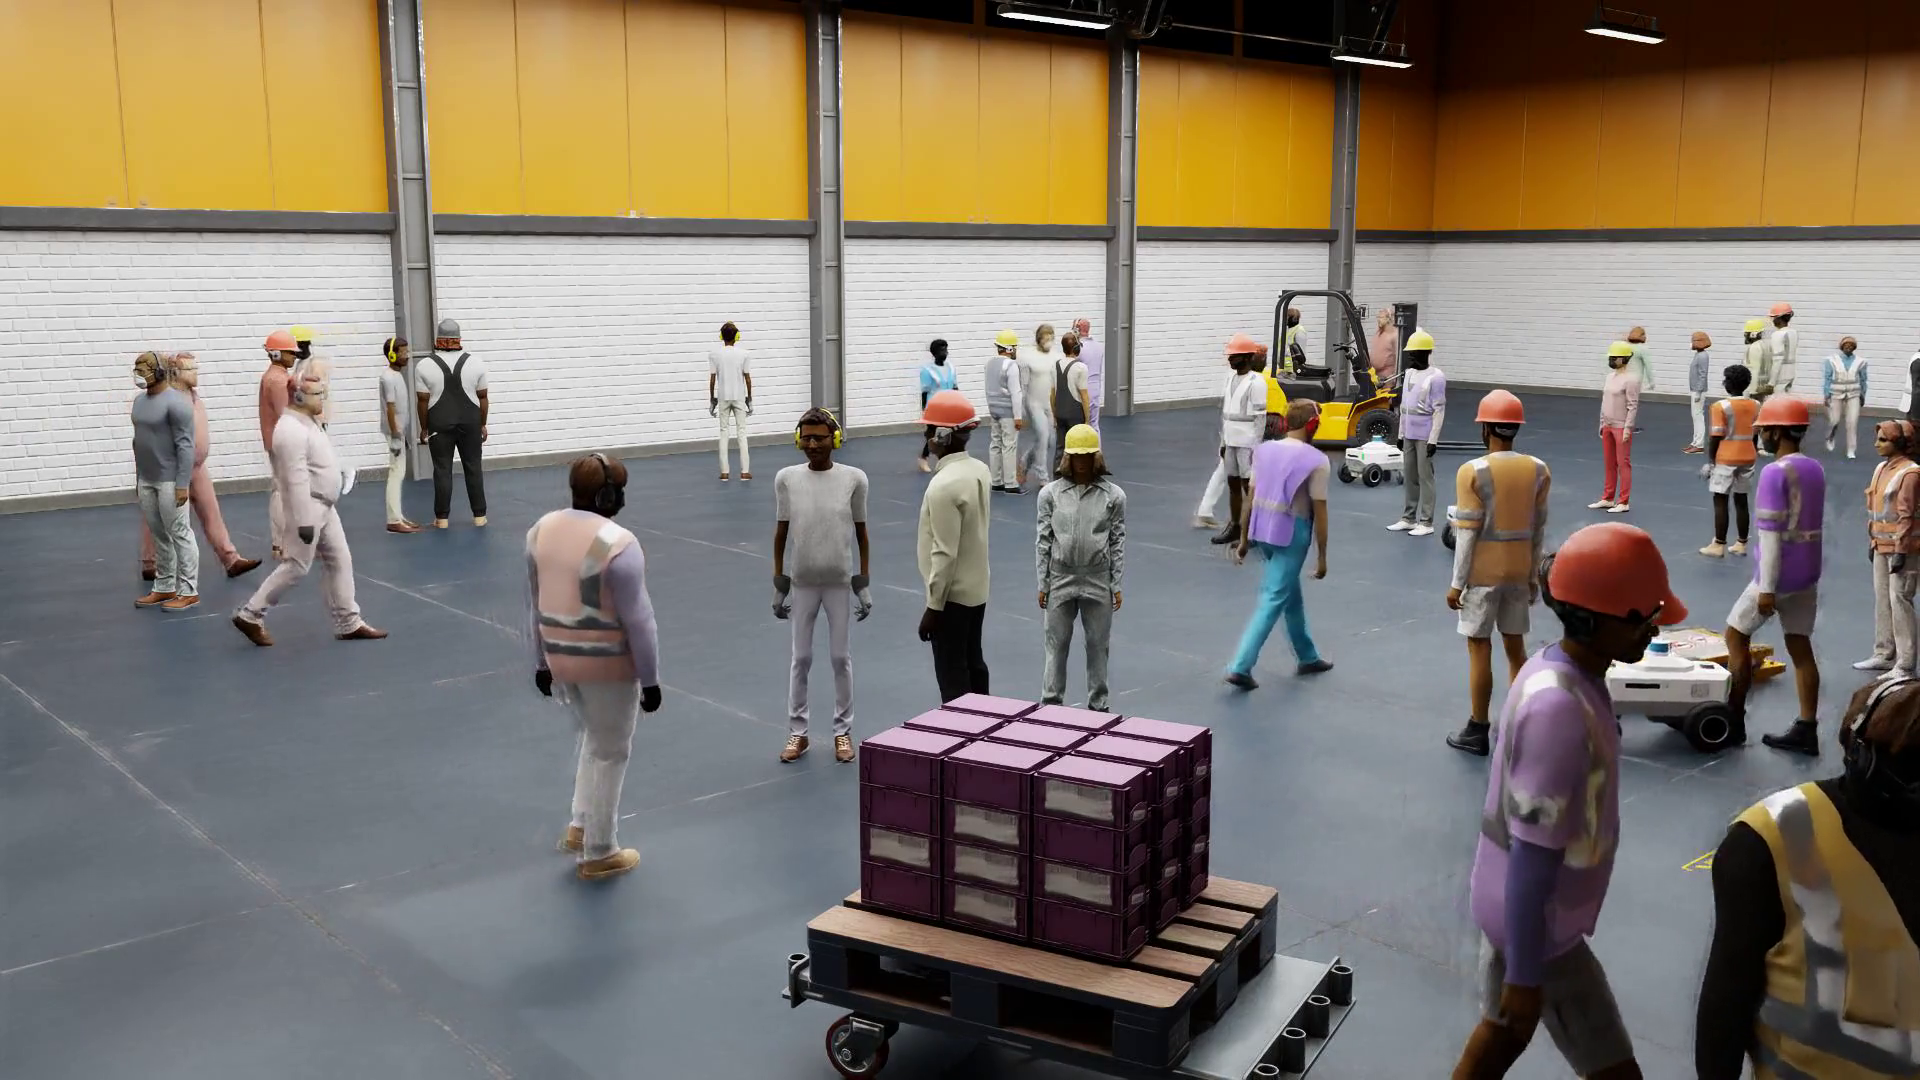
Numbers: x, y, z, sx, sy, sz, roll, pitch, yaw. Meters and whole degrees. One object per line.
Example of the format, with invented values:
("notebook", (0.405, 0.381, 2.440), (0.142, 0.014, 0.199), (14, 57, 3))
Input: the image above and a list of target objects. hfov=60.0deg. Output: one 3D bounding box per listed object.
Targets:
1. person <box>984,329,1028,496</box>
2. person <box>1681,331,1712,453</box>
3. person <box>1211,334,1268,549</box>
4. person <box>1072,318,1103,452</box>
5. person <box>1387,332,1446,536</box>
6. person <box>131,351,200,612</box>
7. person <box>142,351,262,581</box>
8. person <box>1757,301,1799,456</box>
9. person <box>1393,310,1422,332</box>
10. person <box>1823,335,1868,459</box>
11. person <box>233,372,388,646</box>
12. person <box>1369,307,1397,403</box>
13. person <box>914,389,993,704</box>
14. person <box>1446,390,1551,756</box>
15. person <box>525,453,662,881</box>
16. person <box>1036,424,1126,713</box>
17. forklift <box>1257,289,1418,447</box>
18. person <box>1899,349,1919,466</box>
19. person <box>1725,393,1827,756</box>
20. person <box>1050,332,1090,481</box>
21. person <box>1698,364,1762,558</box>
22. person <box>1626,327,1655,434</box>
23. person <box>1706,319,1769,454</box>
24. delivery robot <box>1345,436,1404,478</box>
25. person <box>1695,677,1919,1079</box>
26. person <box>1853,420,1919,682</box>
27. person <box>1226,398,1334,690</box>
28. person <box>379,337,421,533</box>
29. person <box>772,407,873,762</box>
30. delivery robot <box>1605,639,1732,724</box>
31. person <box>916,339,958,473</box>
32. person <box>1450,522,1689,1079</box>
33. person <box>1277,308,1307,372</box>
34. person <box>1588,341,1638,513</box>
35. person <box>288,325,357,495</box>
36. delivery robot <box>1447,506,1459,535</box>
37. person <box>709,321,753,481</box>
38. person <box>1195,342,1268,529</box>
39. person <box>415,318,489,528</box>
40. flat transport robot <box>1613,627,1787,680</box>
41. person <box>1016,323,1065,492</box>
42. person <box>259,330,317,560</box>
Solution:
("person", (0.516, -1.406, 18.381), (0.403, 1.833, 0.586), (-6, 12, -33))
("person", (9.885, -1.977, 22.305), (0.267, 1.631, 0.509), (3, 10, 18))
("person", (2.529, -0.891, 15.058), (0.356, 1.936, 0.551), (-5, 11, -26))
("person", (1.488, -1.747, 20.221), (0.406, 1.895, 0.661), (7, 12, 35))
("person", (4.341, -1.006, 15.760), (0.370, 1.927, 0.588), (-4, 10, -20))
("person", (-5.938, -0.436, 12.390), (0.628, 1.940, 0.373), (6, 11, 31))
("person", (-6.229, -0.579, 13.439), (0.968, 1.864, 0.674), (1, 10, 4))
("person", (10.788, -2.118, 21.941), (0.610, 2.040, 0.394), (-9, 13, -43))
("person", (6.914, -2.673, 25.770), (0.644, 1.844, 0.841), (1, 10, 8))
("person", (11.617, -1.892, 21.859), (0.530, 1.611, 0.552), (4, 10, 20))
("person", (-4.455, -0.204, 11.241), (0.929, 1.871, 0.653), (-1, 10, -9))
("person", (6.082, -2.388, 23.922), (0.403, 1.906, 0.651), (-4, 11, -24))
("person", (-0.039, 0.262, 8.139), (0.378, 1.995, 0.611), (3, 10, 20))
("person", (2.829, 0.172, 8.834), (0.552, 1.935, 0.373), (-3, 10, -18))
("person", (-1.513, 0.534, 7.053), (0.651, 1.818, 0.492), (7, 12, 36))
("person", (0.651, 0.242, 8.994), (0.487, 1.744, 0.294), (0, 10, 0))
("forklift", (5.034, -2.339, 22.783), (2.313, 2.155, 1.214), (3, 10, 16))
("person", (10.294, -1.355, 17.829), (0.377, 1.917, 0.600), (8, 12, 39))
("person", (4.329, 0.172, 8.922), (0.568, 1.902, 0.790), (-7, 12, -34))
("person", (1.172, -1.263, 17.505), (0.504, 1.847, 0.345), (9, 13, 43))
("person", (6.749, -0.685, 14.544), (0.576, 1.698, 0.318), (-4, 10, -20))
("person", (9.957, -2.317, 24.397), (0.768, 1.605, 0.505), (-5, 11, -25))
("person", (10.422, -2.039, 22.169), (0.806, 1.804, 0.607), (9, 13, 41))
("delivery robot", (4.812, -0.962, 19.240), (0.707, 0.478, 0.477), (-5, 11, -28))
("person", (1.894, 1.171, 3.409), (0.650, 1.798, 0.871), (0, 10, 0))
("person", (5.826, 0.062, 10.389), (0.320, 1.629, 0.513), (1, 10, 5))
("person", (1.975, 0.017, 10.214), (0.999, 1.786, 0.596), (-6, 11, -32))
("person", (-5.367, -0.999, 15.895), (0.310, 1.868, 0.533), (-2, 10, -11))
("person", (-0.719, 0.235, 8.663), (0.526, 1.869, 0.315), (0, 10, 1))
("delivery robot", (3.777, 0.782, 9.030), (0.707, 0.478, 0.477), (1, 10, 5))
("person", (-0.285, -1.589, 19.946), (0.841, 1.660, 0.529), (9, 13, 42))
("person", (1.527, 0.935, 4.156), (0.727, 2.003, 0.777), (4, 10, 20))
("person", (5.076, -2.640, 25.575), (0.429, 1.846, 0.627), (-2, 10, -13))
("person", (6.768, -1.165, 17.165), (0.316, 1.769, 0.525), (-2, 10, -12))
("person", (-6.879, -1.347, 17.810), (0.597, 1.906, 0.598), (9, 13, 43))
("delivery robot", (4.679, -0.178, 14.653), (0.707, 0.478, 0.477), (0, 10, 3))
("person", (-2.689, -1.623, 19.555), (0.518, 1.869, 0.329), (-1, 10, -3))
("person", (2.717, -0.980, 15.920), (0.963, 1.831, 0.666), (1, 10, 6))
("person", (-4.944, -1.139, 16.210), (0.676, 2.000, 0.536), (-4, 10, -21))
("flat transport robot", (4.376, 0.752, 10.313), (1.431, 0.197, 0.652), (-5, 11, -28))
("person", (0.858, -1.486, 18.644), (0.634, 1.908, 0.832), (-6, 12, -33))
("person", (-5.888, -0.824, 14.509), (0.380, 1.988, 0.626), (-6, 11, -30))
